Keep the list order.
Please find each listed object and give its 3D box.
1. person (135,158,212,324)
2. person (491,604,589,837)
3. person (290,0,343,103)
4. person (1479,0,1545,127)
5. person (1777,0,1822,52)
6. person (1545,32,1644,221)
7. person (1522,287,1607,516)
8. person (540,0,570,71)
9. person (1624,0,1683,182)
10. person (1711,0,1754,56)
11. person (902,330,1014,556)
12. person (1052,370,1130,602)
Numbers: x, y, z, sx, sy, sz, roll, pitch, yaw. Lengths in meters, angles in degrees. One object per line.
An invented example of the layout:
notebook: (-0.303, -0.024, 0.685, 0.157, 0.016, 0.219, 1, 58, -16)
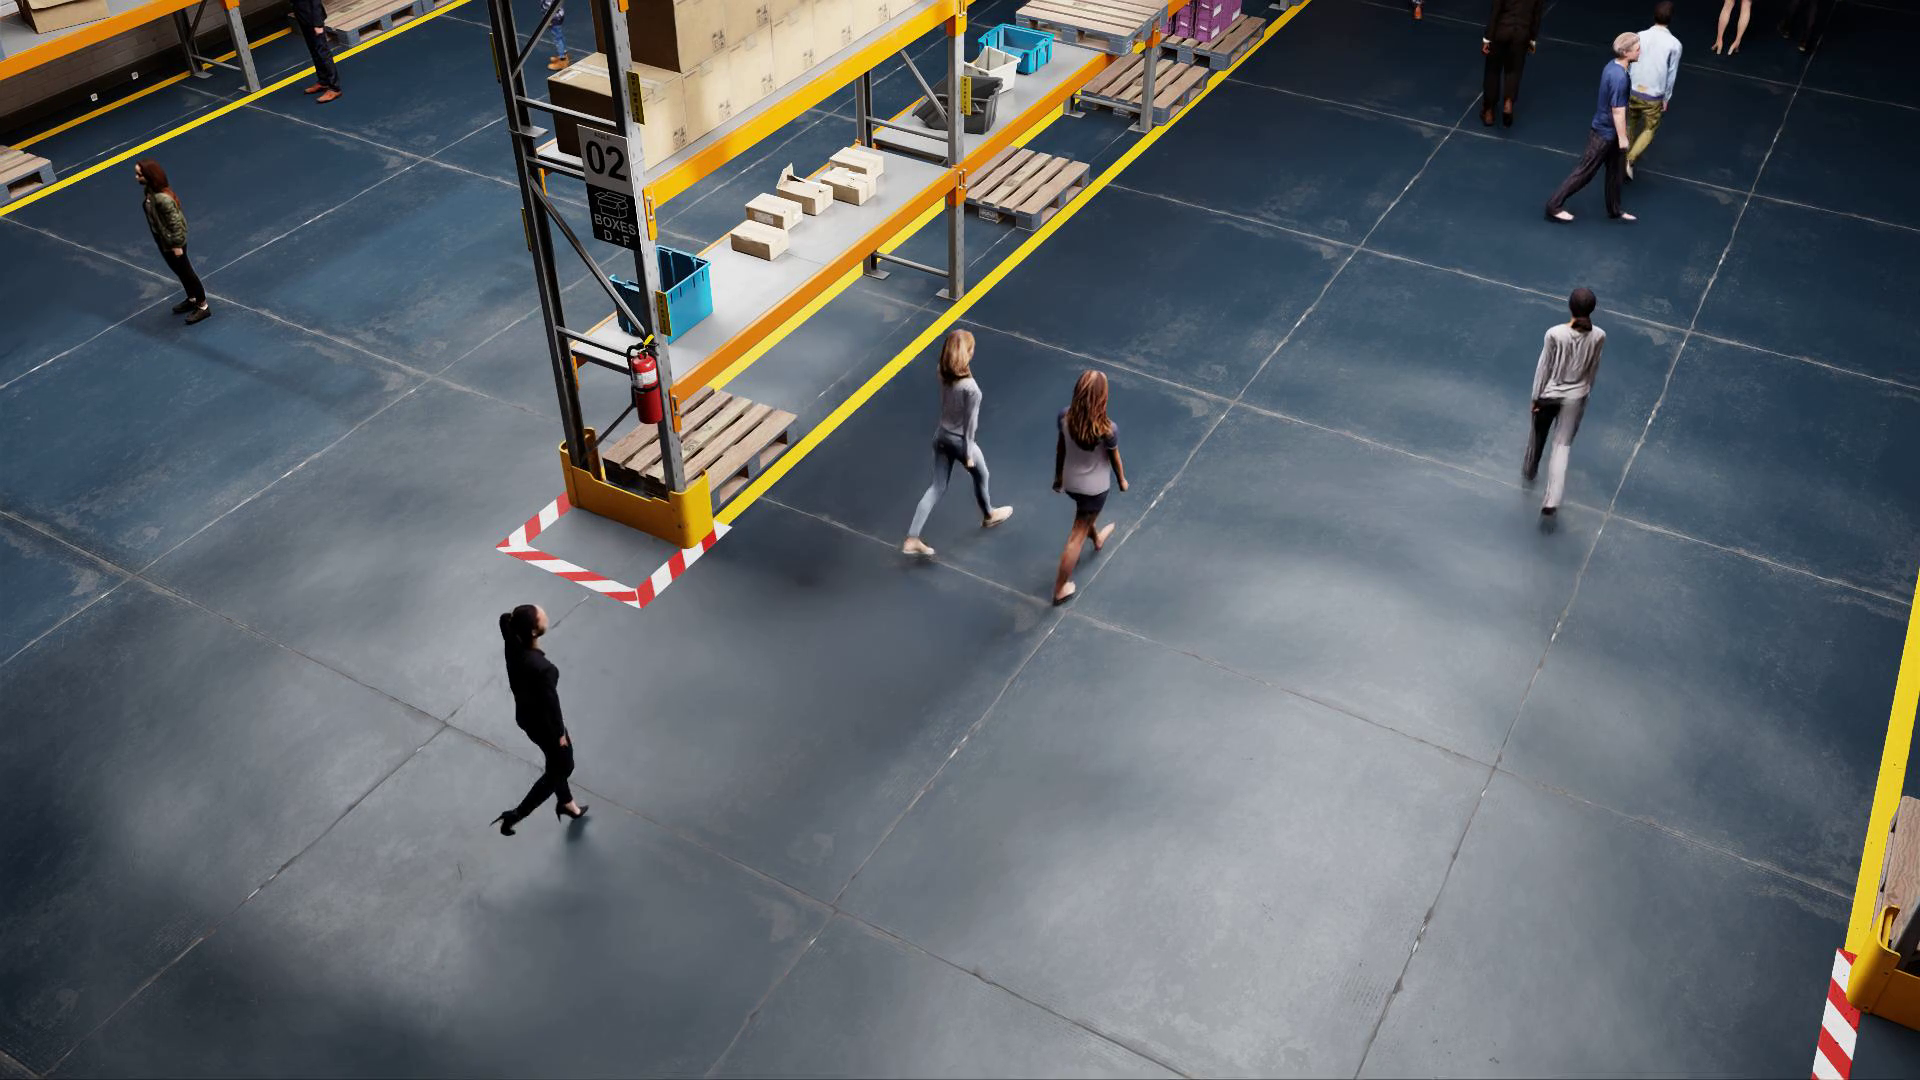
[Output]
person: (-6.755, -2.574, 14.236, 0.591, 1.475, 0.640, -31, 48, -33)
person: (-2.450, 1.079, 9.482, 0.915, 1.698, 0.750, -28, 46, -30)
person: (-6.959, -5.618, 17.792, 0.722, 1.794, 0.759, -27, 46, -29)
person: (5.675, -5.131, 17.104, 0.913, 1.892, 1.047, 4, 39, 5)
person: (9.709, -6.403, 18.806, 0.858, 1.755, 1.139, 9, 40, 12)
person: (5.930, -3.782, 15.459, 0.828, 1.836, 1.042, 13, 40, 16)
person: (4.364, -0.980, 12.027, 0.782, 1.740, 1.133, 9, 40, 11)
person: (-4.540, -5.889, 18.566, 0.641, 1.251, 0.564, 0, 39, -1)
person: (6.621, -4.291, 16.127, 0.736, 1.798, 0.805, 26, 45, 28)
person: (8.854, -6.369, 18.749, 0.687, 1.773, 0.681, 13, 40, 16)
person: (-0.107, -0.628, 11.578, 1.275, 1.751, 0.942, -25, 45, -28)
person: (0.804, -0.317, 11.249, 0.731, 1.675, 1.111, 28, 46, 31)
